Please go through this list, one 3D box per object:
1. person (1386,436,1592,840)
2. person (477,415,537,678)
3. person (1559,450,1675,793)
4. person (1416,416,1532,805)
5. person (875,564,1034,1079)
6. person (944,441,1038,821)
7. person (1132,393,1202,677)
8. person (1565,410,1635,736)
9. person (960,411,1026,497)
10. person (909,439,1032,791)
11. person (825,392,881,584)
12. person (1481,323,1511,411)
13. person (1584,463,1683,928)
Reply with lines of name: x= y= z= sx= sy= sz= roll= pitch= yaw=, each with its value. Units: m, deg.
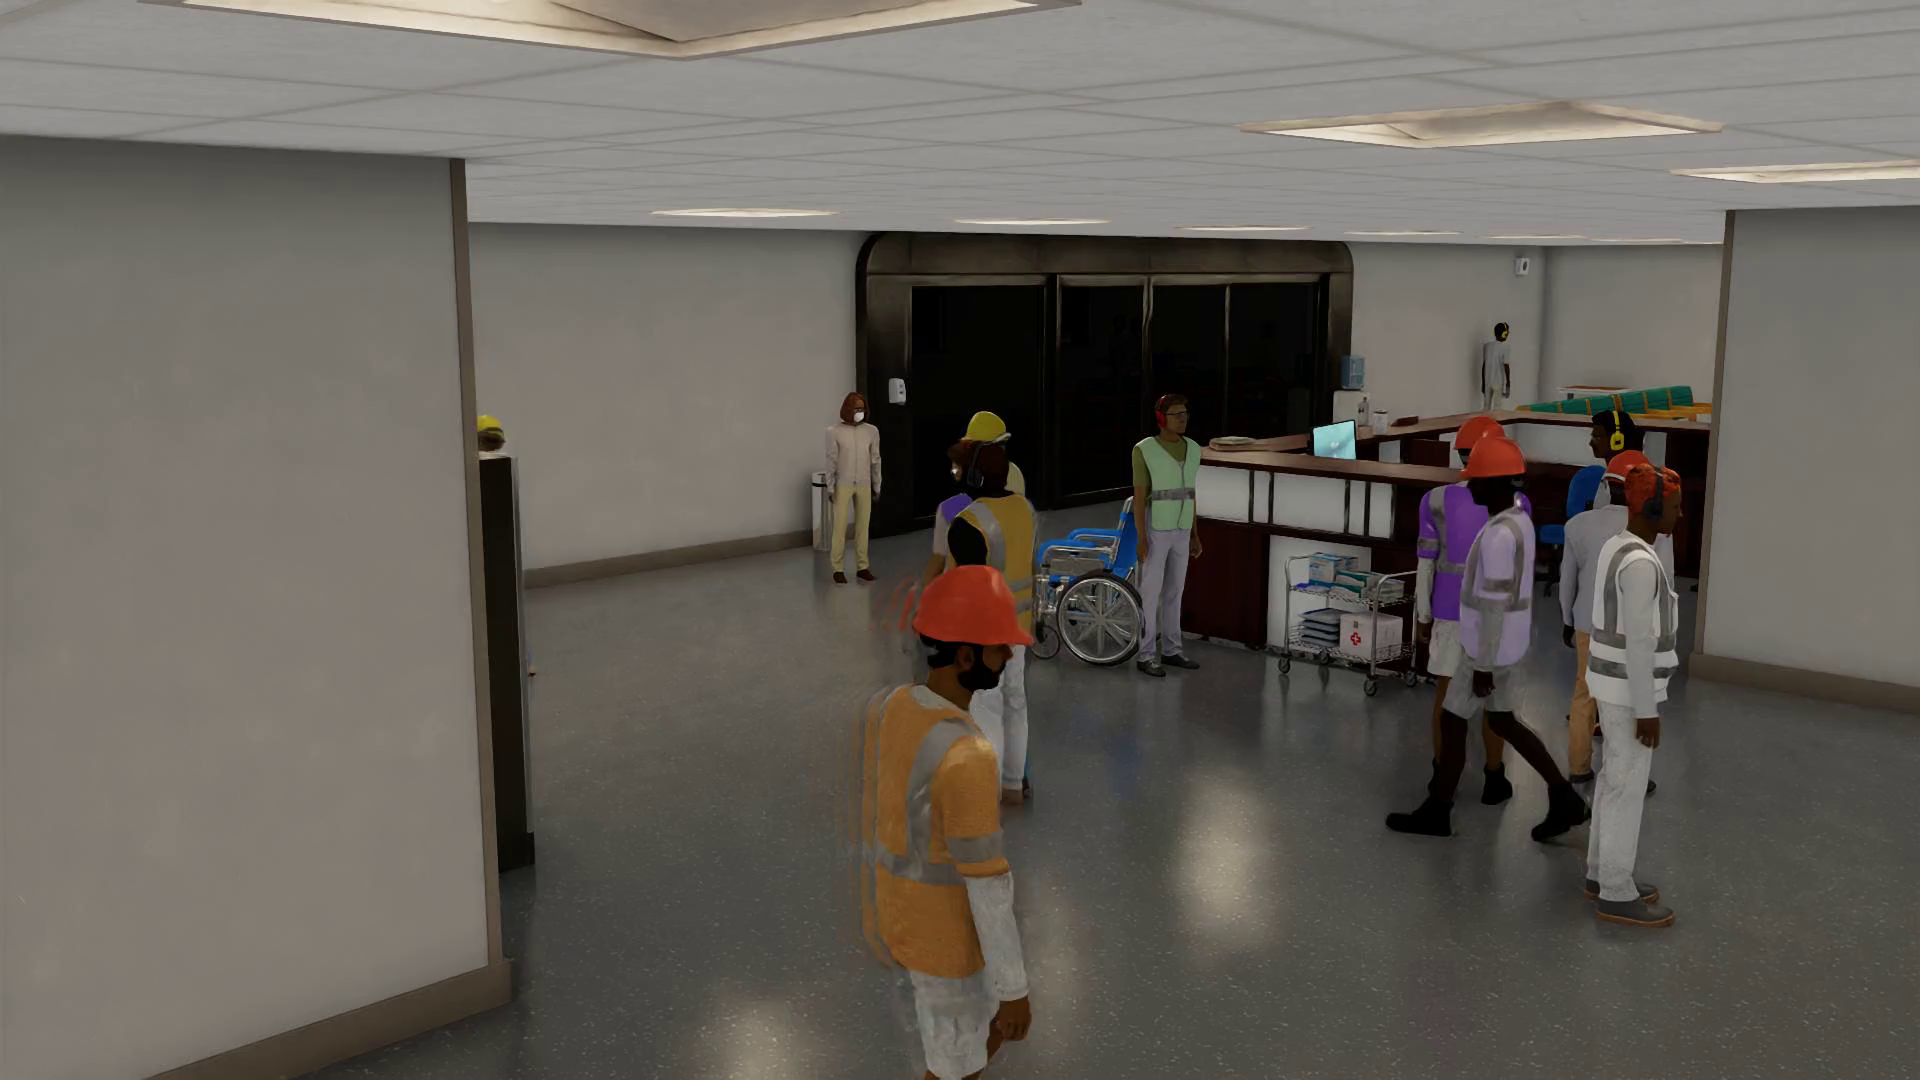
person: x=2.486 y=0.472 z=7.647 sx=0.880 sy=1.909 sz=0.556 roll=5 pitch=11 yaw=29
person: x=-2.924 y=0.092 z=10.527 sx=0.404 sy=1.729 sz=0.580 roll=0 pitch=9 yaw=1
person: x=3.338 y=0.414 z=8.447 sx=0.572 sy=1.749 sz=0.343 roll=9 pitch=13 yaw=43
person: x=2.551 y=0.351 z=8.288 sx=0.545 sy=1.933 sz=0.376 roll=4 pitch=10 yaw=25
person: x=0.020 y=1.010 z=4.275 sx=0.457 sy=1.922 sz=0.585 roll=-3 pitch=10 yaw=-19
person: x=0.124 y=0.440 z=8.025 sx=0.430 sy=1.845 sz=0.624 roll=6 pitch=11 yaw=31
person: x=1.354 y=-0.043 z=10.958 sx=0.565 sy=1.849 sz=0.389 roll=-8 pitch=12 yaw=-39
person: x=3.707 y=0.190 z=9.497 sx=0.336 sy=1.865 sz=0.503 roll=1 pitch=9 yaw=9
person: x=0.172 y=0.152 z=9.851 sx=0.403 sy=1.825 sz=0.593 roll=4 pitch=10 yaw=23
person: x=0.104 y=0.369 z=8.631 sx=0.564 sy=1.788 sz=0.935 roll=-9 pitch=13 yaw=-42
person: x=-0.900 y=-0.442 z=14.103 sx=0.504 sy=1.627 sz=0.285 roll=-5 pitch=10 yaw=-26
person: x=8.057 y=-2.335 z=25.015 sx=0.336 sy=1.856 sz=0.523 roll=-6 pitch=11 yaw=-33
person: x=2.757 y=0.624 z=6.790 sx=0.382 sy=1.880 sz=0.576 roll=2 pitch=10 yaw=14
